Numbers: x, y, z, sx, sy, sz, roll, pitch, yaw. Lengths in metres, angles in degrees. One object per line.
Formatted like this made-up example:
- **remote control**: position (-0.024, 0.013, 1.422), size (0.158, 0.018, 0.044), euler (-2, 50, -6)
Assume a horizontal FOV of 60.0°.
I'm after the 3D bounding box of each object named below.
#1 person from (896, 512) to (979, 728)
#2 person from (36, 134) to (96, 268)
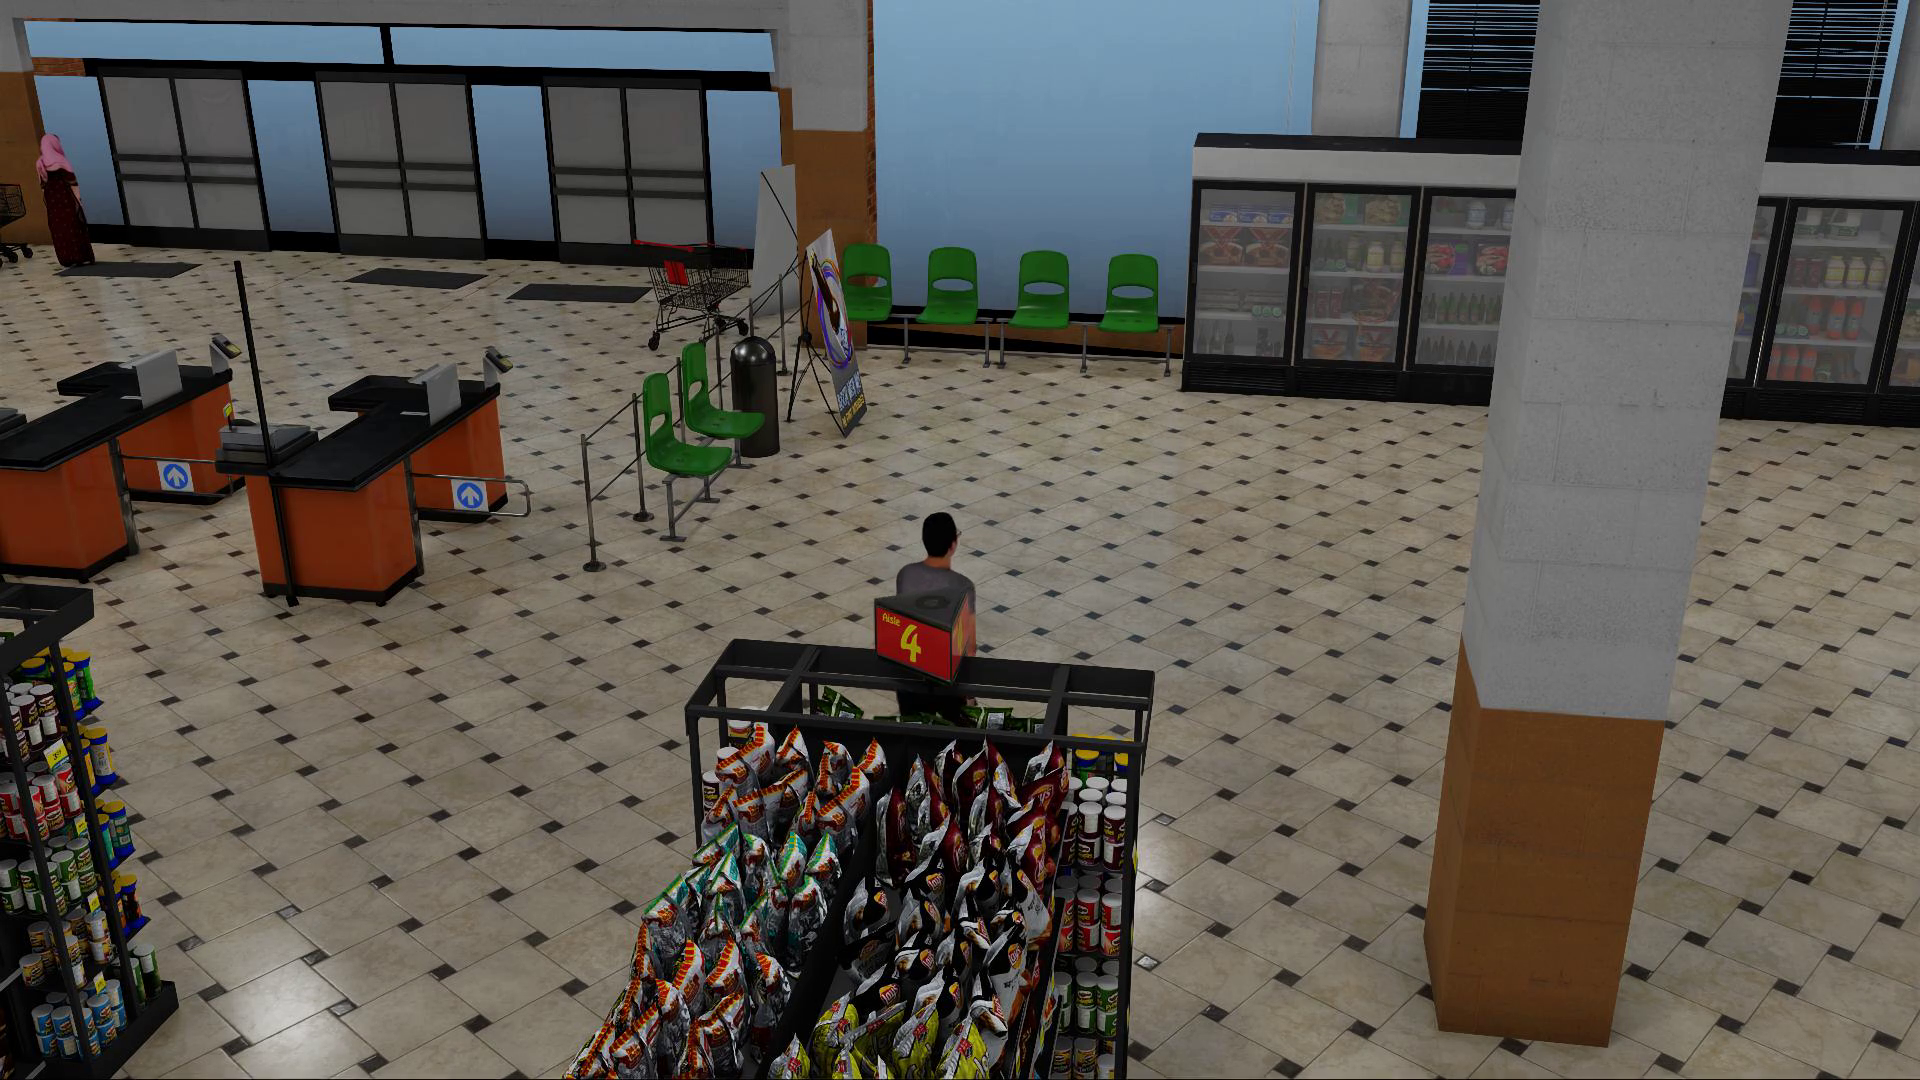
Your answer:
- **person**: position (-0.170, 0.738, 8.176), size (0.707, 1.737, 0.775), euler (10, 24, 23)
- **person**: position (-11.129, -4.209, 20.617), size (0.644, 1.639, 0.577), euler (3, 22, 8)
